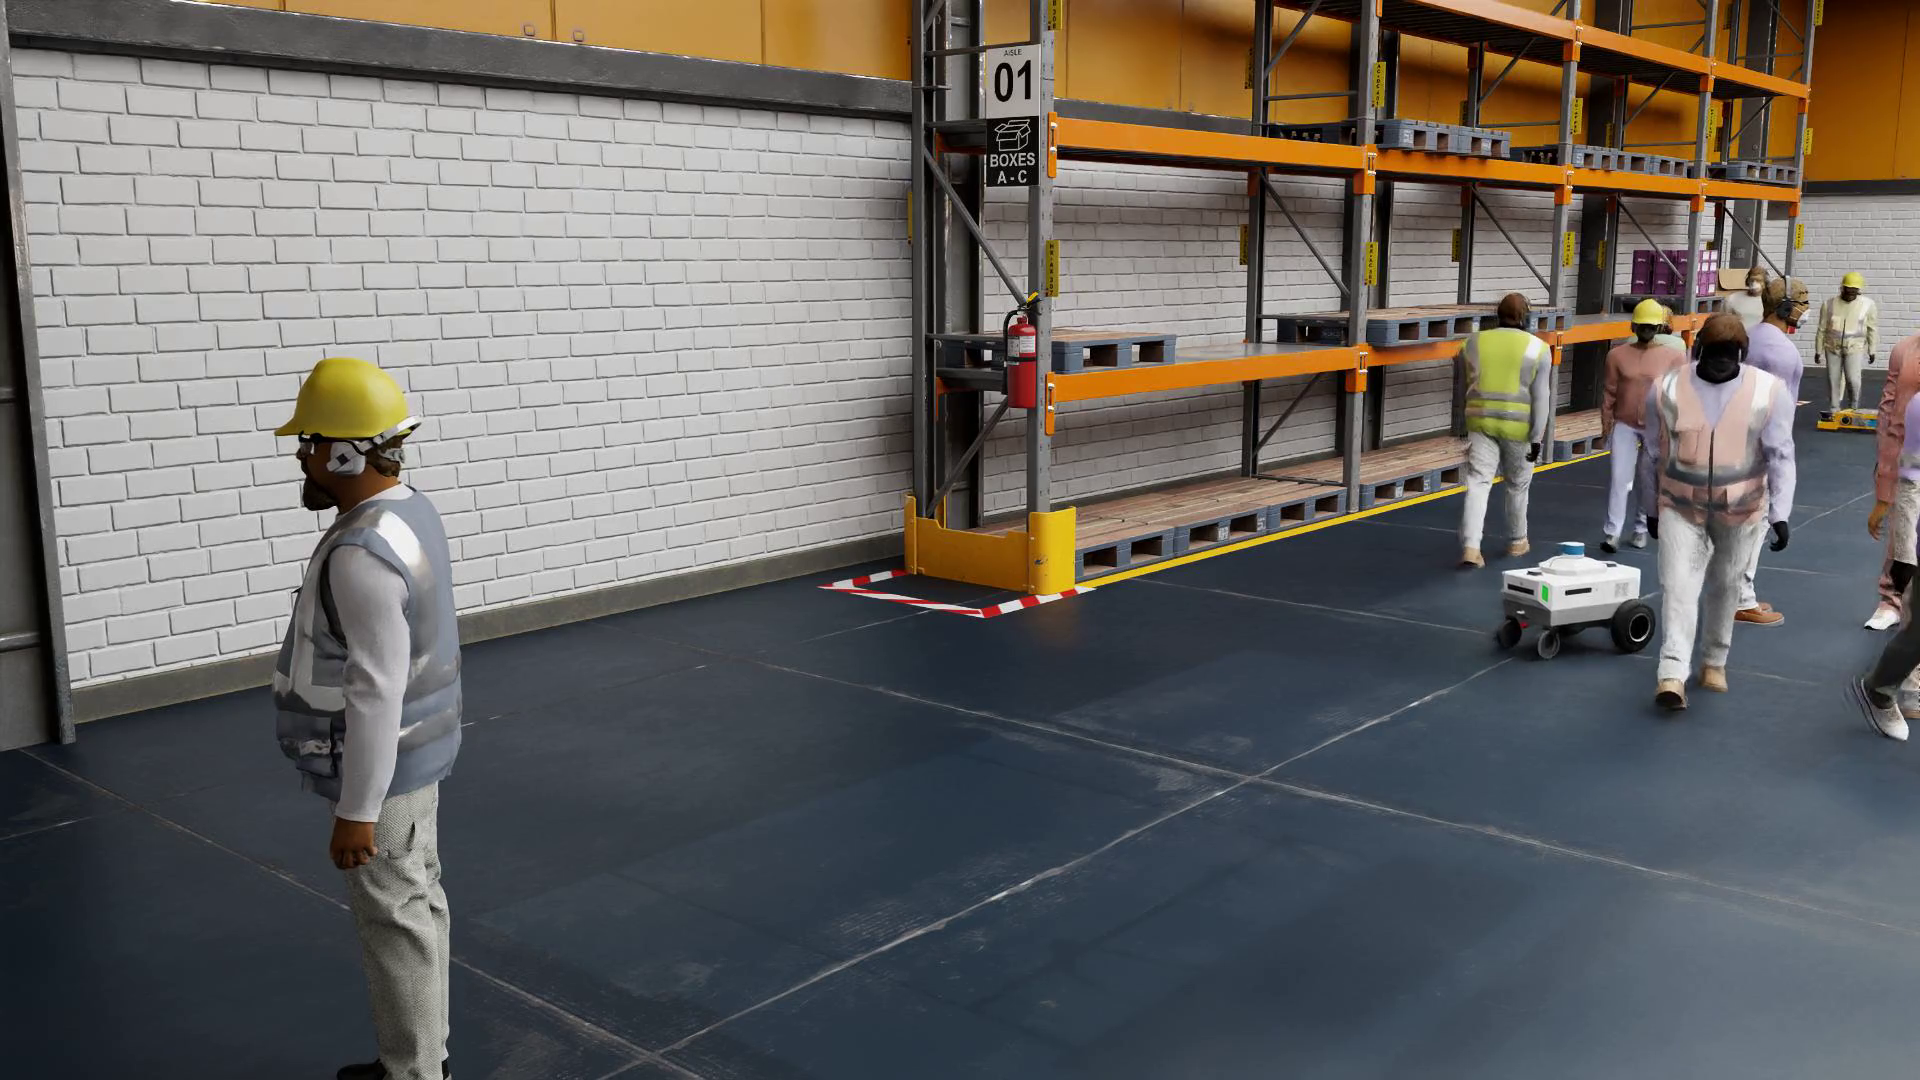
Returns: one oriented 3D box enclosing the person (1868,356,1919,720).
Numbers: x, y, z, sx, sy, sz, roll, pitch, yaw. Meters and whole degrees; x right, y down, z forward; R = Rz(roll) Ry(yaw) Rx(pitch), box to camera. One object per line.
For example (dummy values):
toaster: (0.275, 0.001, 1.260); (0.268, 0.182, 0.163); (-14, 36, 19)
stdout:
person: (4.430, -0.192, 7.397); (0.664, 1.964, 0.590); (6, 12, 31)

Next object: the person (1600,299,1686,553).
person: (4.605, -0.755, 11.258); (0.540, 1.721, 0.885); (5, 11, 28)

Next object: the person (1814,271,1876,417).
person: (10.363, -2.240, 19.498); (0.630, 1.805, 0.444); (7, 12, 36)

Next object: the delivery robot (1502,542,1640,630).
delivery robot: (3.159, 0.254, 8.598); (0.707, 0.478, 0.477); (-5, 11, -25)

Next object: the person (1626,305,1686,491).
person: (5.945, -1.217, 14.303); (0.583, 1.580, 0.858); (7, 12, 34)

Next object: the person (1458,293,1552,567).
person: (3.557, -0.724, 10.949); (0.613, 1.792, 0.992); (6, 11, 29)

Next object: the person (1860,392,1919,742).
person: (3.968, -0.010, 6.621); (0.635, 1.885, 0.842); (0, 10, 0)

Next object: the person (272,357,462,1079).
person: (-1.349, 0.501, 3.822); (0.404, 1.833, 0.590); (-2, 10, -11)

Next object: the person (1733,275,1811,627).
person: (4.424, -0.486, 9.187); (0.383, 1.932, 0.622); (1, 10, 8)

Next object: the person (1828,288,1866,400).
person: (12.142, -2.720, 22.726); (0.507, 1.631, 0.266); (0, 10, -2)

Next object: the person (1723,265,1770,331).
person: (8.514, -2.000, 17.870); (0.629, 1.913, 0.944); (9, 13, 41)

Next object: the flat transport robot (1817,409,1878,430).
flat transport robot: (10.501, -1.330, 18.688); (1.431, 0.197, 0.652); (8, 13, 40)

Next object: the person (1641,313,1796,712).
person: (3.405, -0.123, 7.518); (0.639, 1.775, 0.989); (5, 11, 25)

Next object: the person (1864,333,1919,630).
person: (5.229, -0.423, 8.888); (0.639, 1.903, 0.407); (9, 13, 40)
